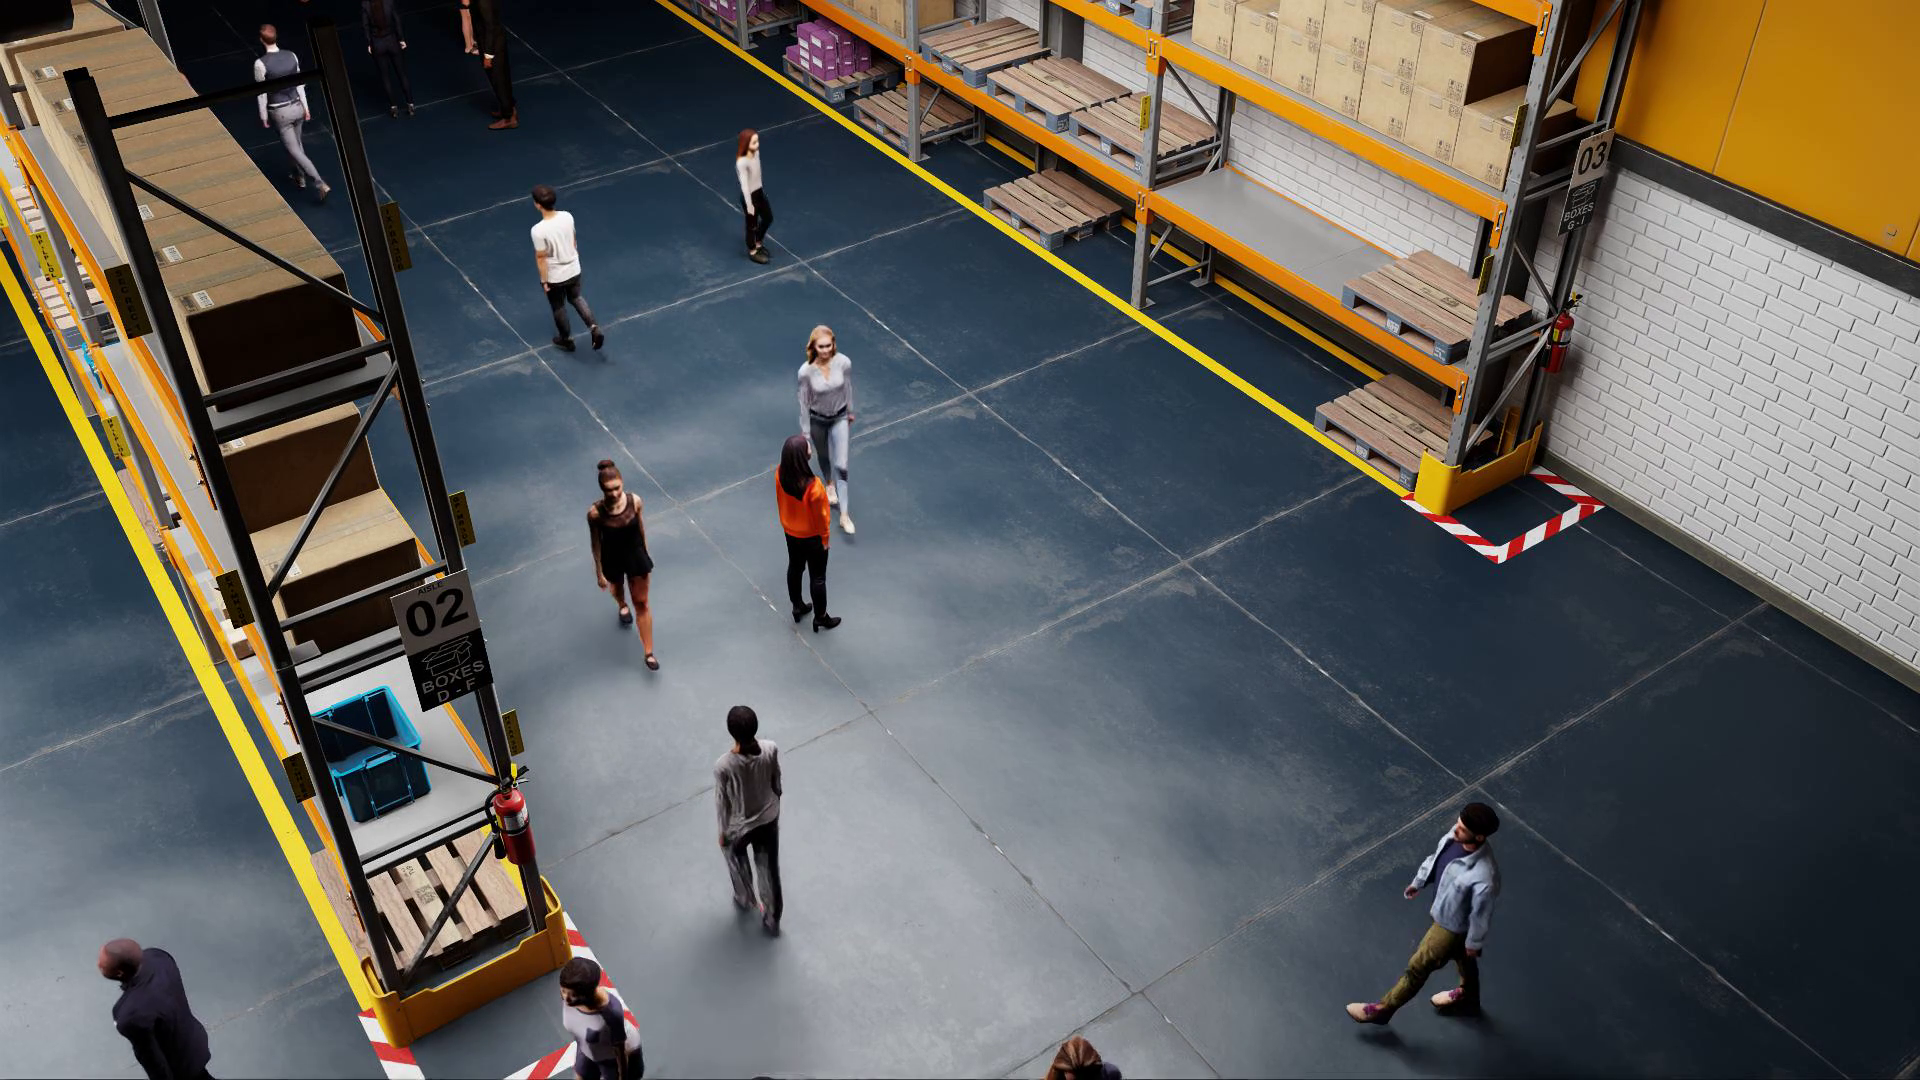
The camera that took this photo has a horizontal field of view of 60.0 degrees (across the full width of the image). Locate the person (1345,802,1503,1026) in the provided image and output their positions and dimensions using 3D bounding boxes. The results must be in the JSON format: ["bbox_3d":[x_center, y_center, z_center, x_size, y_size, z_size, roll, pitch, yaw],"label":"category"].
[{"bbox_3d":[2.922,2.153,9.536,1.134,1.772,1.146,1,39,1],"label":"person"}]

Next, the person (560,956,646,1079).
[{"bbox_3d":[-1.871,2.703,9.024,0.643,1.552,0.743,16,41,19],"label":"person"}]

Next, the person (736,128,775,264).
[{"bbox_3d":[-2.162,-3.491,16.839,0.677,1.479,0.658,14,41,17],"label":"person"}]

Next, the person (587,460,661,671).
[{"bbox_3d":[-2.504,0.097,12.232,0.747,1.621,1.173,-15,41,-18],"label":"person"}]

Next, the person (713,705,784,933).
[{"bbox_3d":[-1.225,1.751,10.053,0.656,1.755,0.706,-18,42,-21],"label":"person"}]

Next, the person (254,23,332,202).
[{"bbox_3d":[-7.163,-4.547,17.819,1.264,1.906,0.874,28,46,30],"label":"person"}]

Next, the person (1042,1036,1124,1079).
[{"bbox_3d":[0.581,3.002,8.521,0.733,1.712,0.761,-14,41,-16],"label":"person"}]

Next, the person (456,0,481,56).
[{"bbox_3d":[-6.329,-6.992,21.161,0.693,1.556,0.618,-2,39,-3],"label":"person"}]

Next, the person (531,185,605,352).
[{"bbox_3d":[-3.637,-2.471,15.379,0.941,1.707,0.758,29,47,31],"label":"person"}]

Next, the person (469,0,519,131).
[{"bbox_3d":[-5.417,-5.729,19.299,0.855,1.904,0.753,-1,39,-1],"label":"person"}]

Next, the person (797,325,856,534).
[{"bbox_3d":[-1.092,-1.003,13.492,0.864,1.767,1.117,-8,39,-10],"label":"person"}]

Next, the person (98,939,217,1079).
[{"bbox_3d":[-4.073,2.721,8.797,0.885,1.808,0.759,-5,39,-6],"label":"person"}]

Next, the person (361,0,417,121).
[{"bbox_3d":[-6.735,-5.791,19.532,0.633,1.710,0.568,-17,42,-21],"label":"person"}]

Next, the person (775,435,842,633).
[{"bbox_3d":[-1.149,-0.055,12.320,0.575,1.749,0.731,28,46,30],"label":"person"}]
